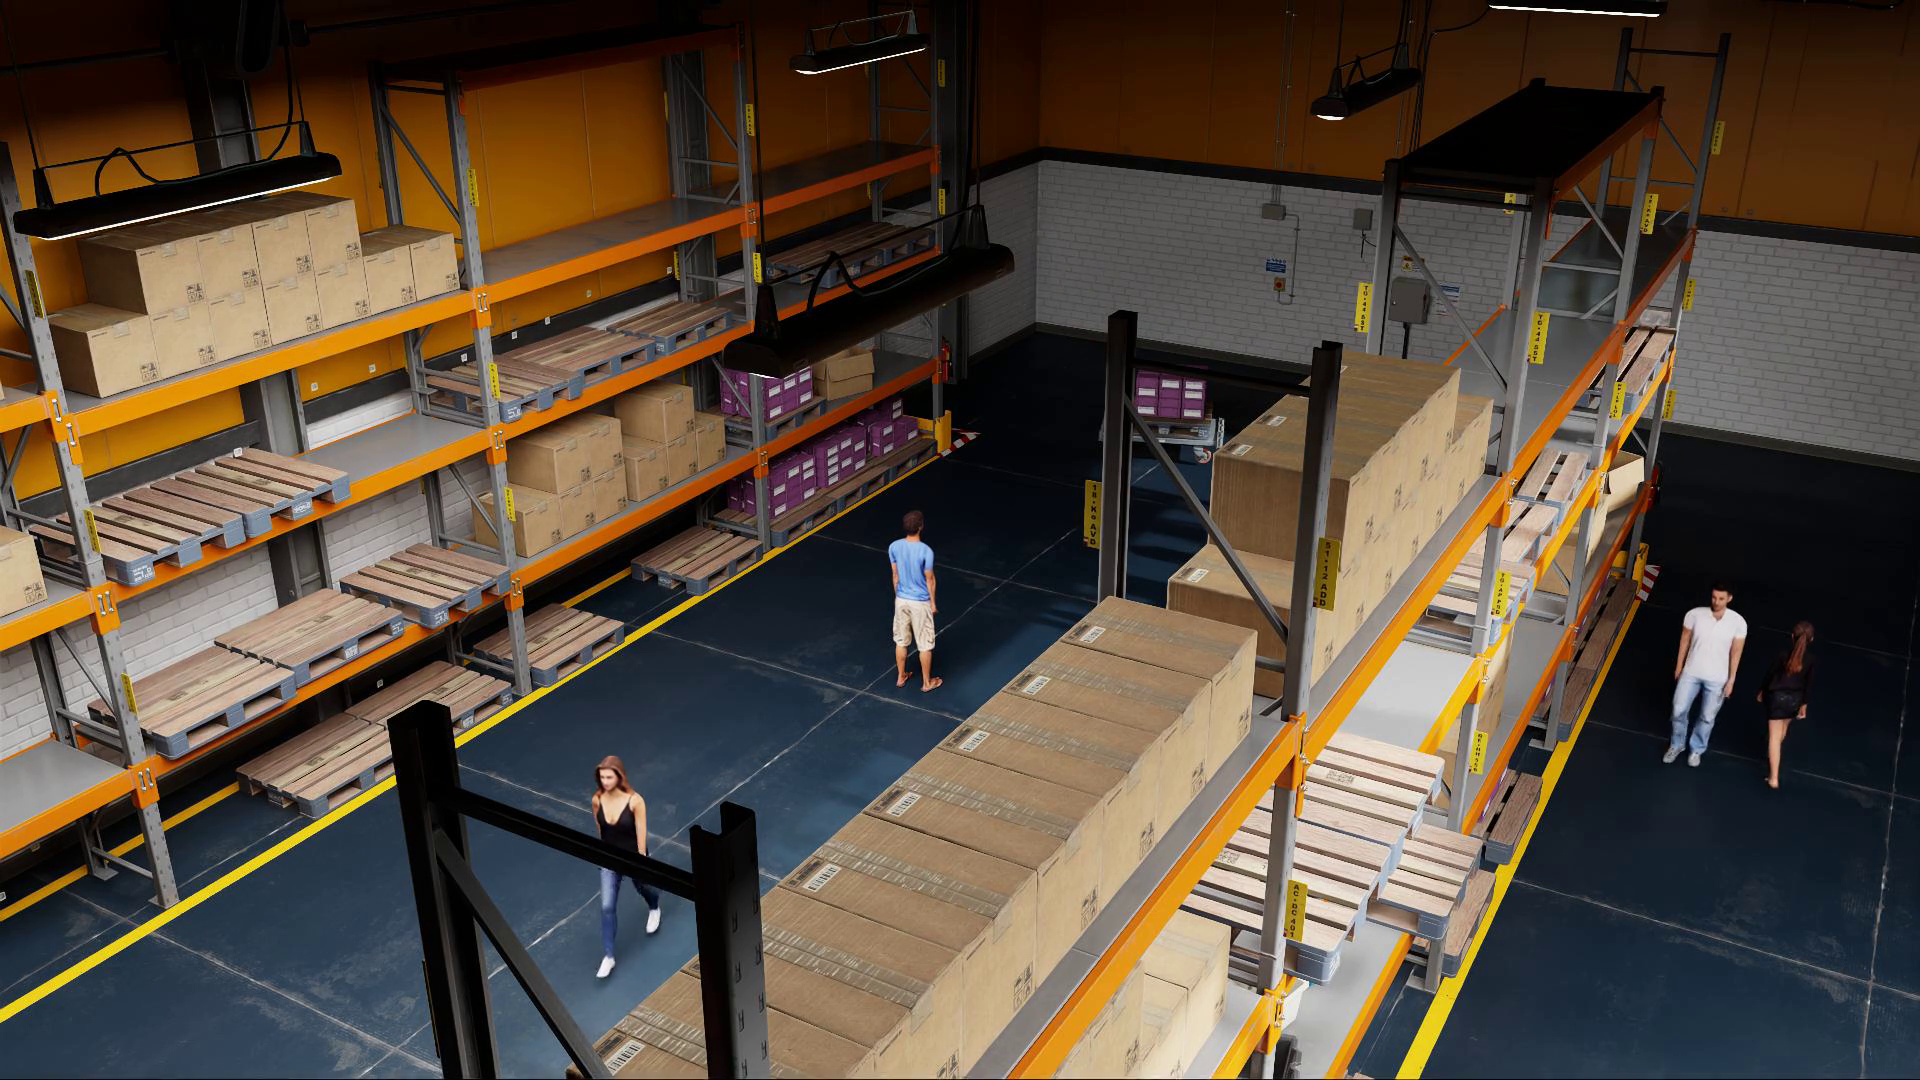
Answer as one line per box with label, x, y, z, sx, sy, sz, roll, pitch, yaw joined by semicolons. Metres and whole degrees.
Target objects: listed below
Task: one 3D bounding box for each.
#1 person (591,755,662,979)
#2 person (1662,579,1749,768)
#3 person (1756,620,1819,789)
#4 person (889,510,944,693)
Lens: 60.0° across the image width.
person;-2.473;2.337;12.452;0.879;1.682;1.172;3;24;6
person;6.721;1.165;14.930;0.669;1.845;0.627;14;27;29
person;7.277;1.459;14.663;0.739;1.520;1.104;6;24;14
person;-0.450;0.589;16.224;0.662;1.863;0.581;11;26;23
